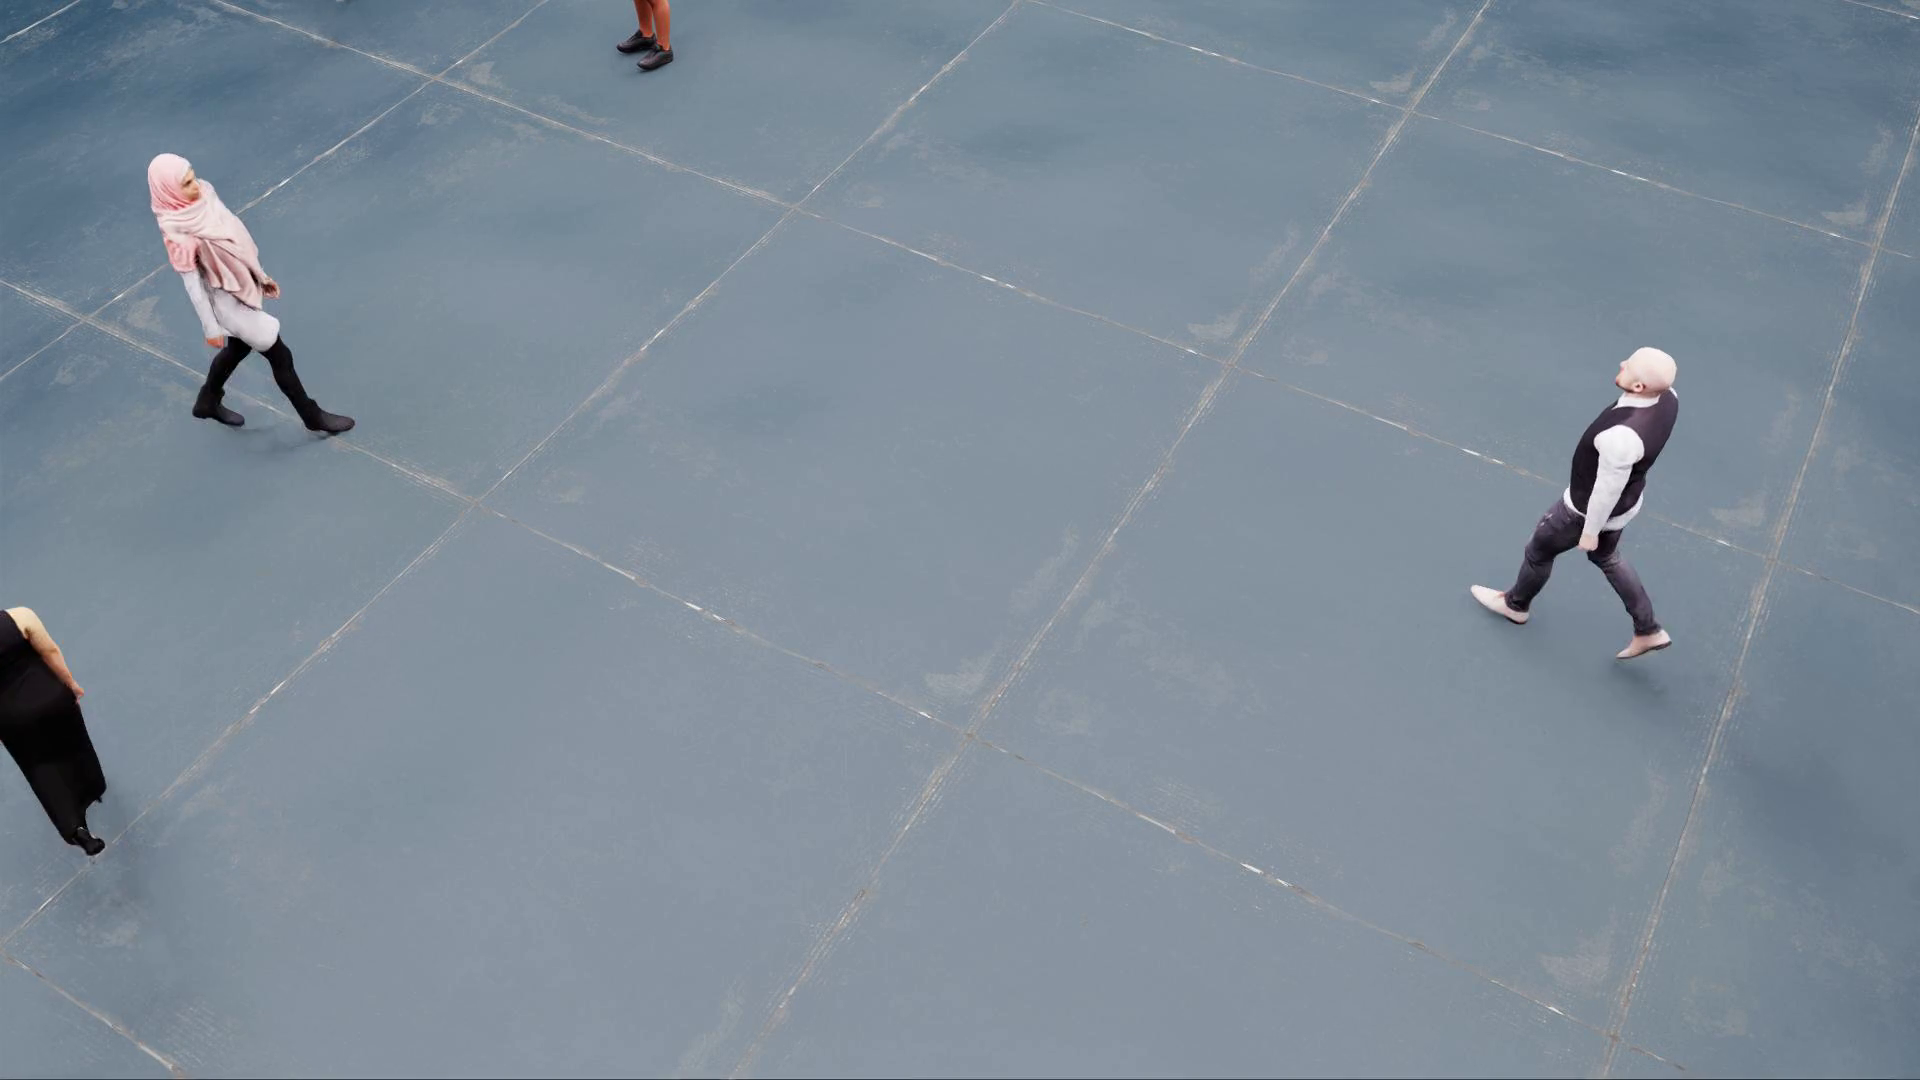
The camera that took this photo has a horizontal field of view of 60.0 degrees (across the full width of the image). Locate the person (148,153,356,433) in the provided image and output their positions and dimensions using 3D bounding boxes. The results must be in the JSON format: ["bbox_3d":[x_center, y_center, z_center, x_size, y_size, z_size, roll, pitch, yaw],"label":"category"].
[{"bbox_3d":[-3.778,-1.203,8.469,1.170,1.778,1.022,-5,47,-5],"label":"person"}]

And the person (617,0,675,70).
[{"bbox_3d":[-2.152,-4.023,11.066,0.735,1.793,0.622,-29,54,-24],"label":"person"}]

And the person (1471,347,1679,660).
[{"bbox_3d":[2.938,-0.120,7.455,1.227,1.796,0.854,32,55,26],"label":"person"}]

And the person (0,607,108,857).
[{"bbox_3d":[-3.807,0.723,6.818,0.797,1.587,0.958,-26,53,-22],"label":"person"}]
